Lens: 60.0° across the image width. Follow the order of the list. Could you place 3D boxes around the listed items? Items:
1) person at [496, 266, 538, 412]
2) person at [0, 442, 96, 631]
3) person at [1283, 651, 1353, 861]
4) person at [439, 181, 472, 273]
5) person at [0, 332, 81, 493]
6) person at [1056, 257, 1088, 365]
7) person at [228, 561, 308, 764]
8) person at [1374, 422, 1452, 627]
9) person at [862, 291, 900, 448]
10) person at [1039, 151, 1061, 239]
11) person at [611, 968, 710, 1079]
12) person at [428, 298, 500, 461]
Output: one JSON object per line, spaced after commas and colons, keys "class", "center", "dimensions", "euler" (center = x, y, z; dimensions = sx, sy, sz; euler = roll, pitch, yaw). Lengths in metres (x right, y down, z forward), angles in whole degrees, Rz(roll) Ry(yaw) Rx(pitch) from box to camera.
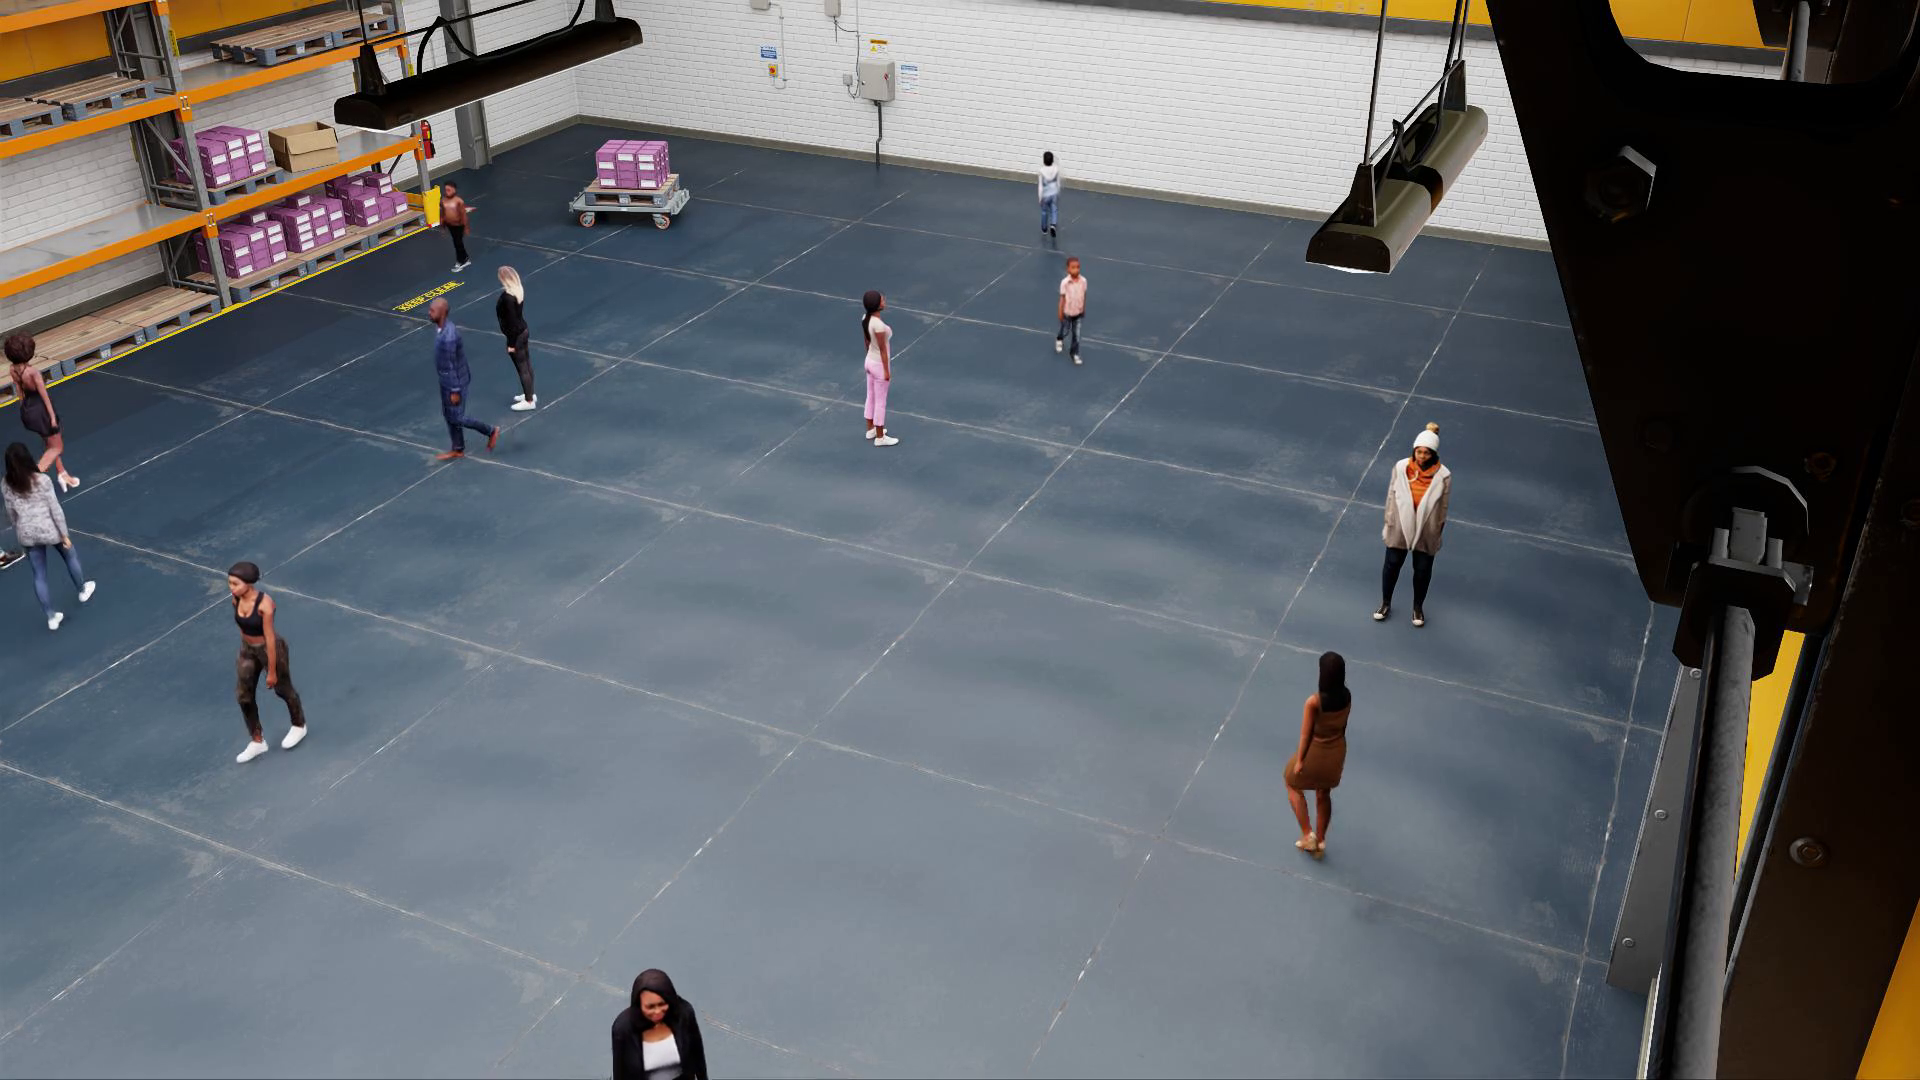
{"class": "person", "center": [-4.981, -2.286, 18.757], "dimensions": [0.746, 1.686, 0.626], "euler": [-1, 29, -1]}
{"class": "person", "center": [-8.069, -0.002, 14.551], "dimensions": [0.951, 1.705, 1.068], "euler": [-5, 29, -8]}
{"class": "person", "center": [2.583, 1.575, 11.691], "dimensions": [0.677, 1.674, 0.761], "euler": [-15, 32, -26]}
{"class": "person", "center": [-6.961, -4.381, 23.068], "dimensions": [0.604, 1.235, 0.760], "euler": [8, 30, 14]}
{"class": "person", "center": [-9.289, -1.196, 16.669], "dimensions": [0.556, 1.772, 0.938], "euler": [12, 31, 20]}
{"class": "person", "center": [1.340, -2.802, 20.113], "dimensions": [0.792, 1.294, 0.858], "euler": [-9, 30, -17]}
{"class": "person", "center": [-5.346, 0.878, 12.964], "dimensions": [0.600, 1.679, 0.800], "euler": [11, 30, 19]}
{"class": "person", "center": [4.002, -0.148, 14.624], "dimensions": [0.713, 1.890, 0.687], "euler": [9, 30, 16]}
{"class": "person", "center": [-0.898, -1.864, 17.932], "dimensions": [0.688, 1.736, 0.651], "euler": [-14, 32, -24]}
{"class": "person", "center": [1.310, -5.018, 24.226], "dimensions": [0.686, 1.247, 0.842], "euler": [-2, 29, -4]}
{"class": "person", "center": [-1.690, 2.970, 9.240], "dimensions": [1.169, 1.573, 1.115], "euler": [-16, 33, -27]}
{"class": "person", "center": [-5.276, -1.693, 17.546], "dimensions": [1.054, 1.806, 0.947], "euler": [-15, 32, -26]}
